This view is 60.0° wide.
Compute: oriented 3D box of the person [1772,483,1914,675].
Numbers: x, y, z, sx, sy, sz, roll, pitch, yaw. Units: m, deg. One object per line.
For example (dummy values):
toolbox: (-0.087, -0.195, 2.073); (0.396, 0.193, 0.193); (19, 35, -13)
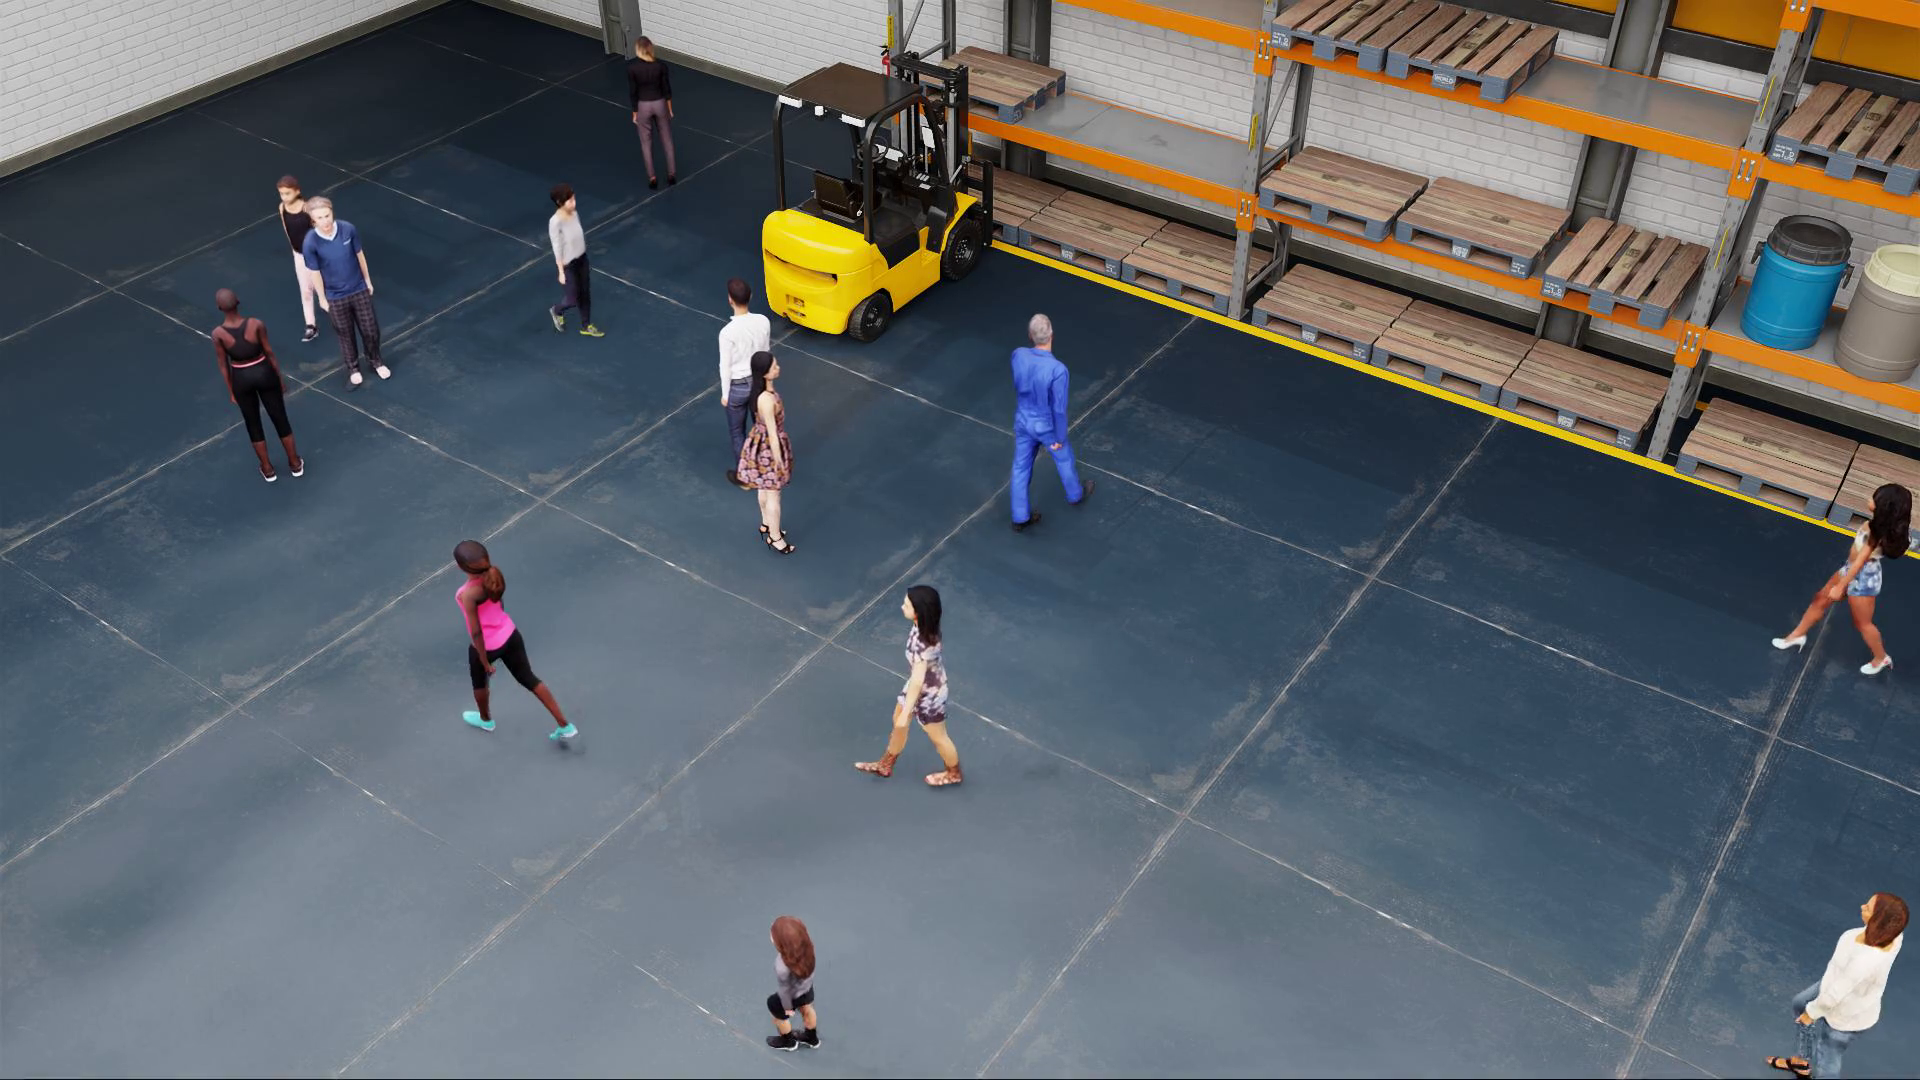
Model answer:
person: (6.340, 0.326, 11.583); (1.050, 1.589, 0.691); (16, 41, 19)

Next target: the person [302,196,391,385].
person: (-5.380, -2.190, 14.521); (0.761, 1.853, 0.765); (-25, 45, -28)

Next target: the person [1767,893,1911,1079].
person: (4.772, 2.491, 8.806); (0.635, 1.671, 0.658); (28, 46, 30)

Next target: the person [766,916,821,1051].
person: (-0.874, 2.485, 9.271); (0.560, 1.099, 0.521); (15, 41, 18)

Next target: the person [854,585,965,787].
person: (-0.134, 0.981, 10.668); (1.073, 1.707, 0.964); (-1, 39, -2)

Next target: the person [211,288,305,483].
person: (-5.681, -1.251, 13.421); (0.679, 1.759, 0.699); (-16, 41, -19)

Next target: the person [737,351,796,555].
person: (-1.440, -0.674, 12.688); (0.866, 1.773, 0.796); (-11, 40, -13)

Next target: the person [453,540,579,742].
person: (-2.993, 0.709, 11.025); (1.147, 1.687, 0.649); (18, 42, 21)

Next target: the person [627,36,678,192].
person: (-3.246, -4.497, 17.558); (0.689, 1.669, 0.717); (-13, 40, -15)

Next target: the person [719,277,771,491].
person: (-1.695, -1.233, 13.317); (0.684, 1.861, 0.684); (-27, 46, -30)

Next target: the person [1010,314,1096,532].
person: (0.548, -0.853, 12.900); (0.968, 1.788, 0.789); (27, 46, 30)

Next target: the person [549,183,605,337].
person: (-3.612, -2.553, 15.224); (0.755, 1.543, 0.628); (17, 42, 20)
